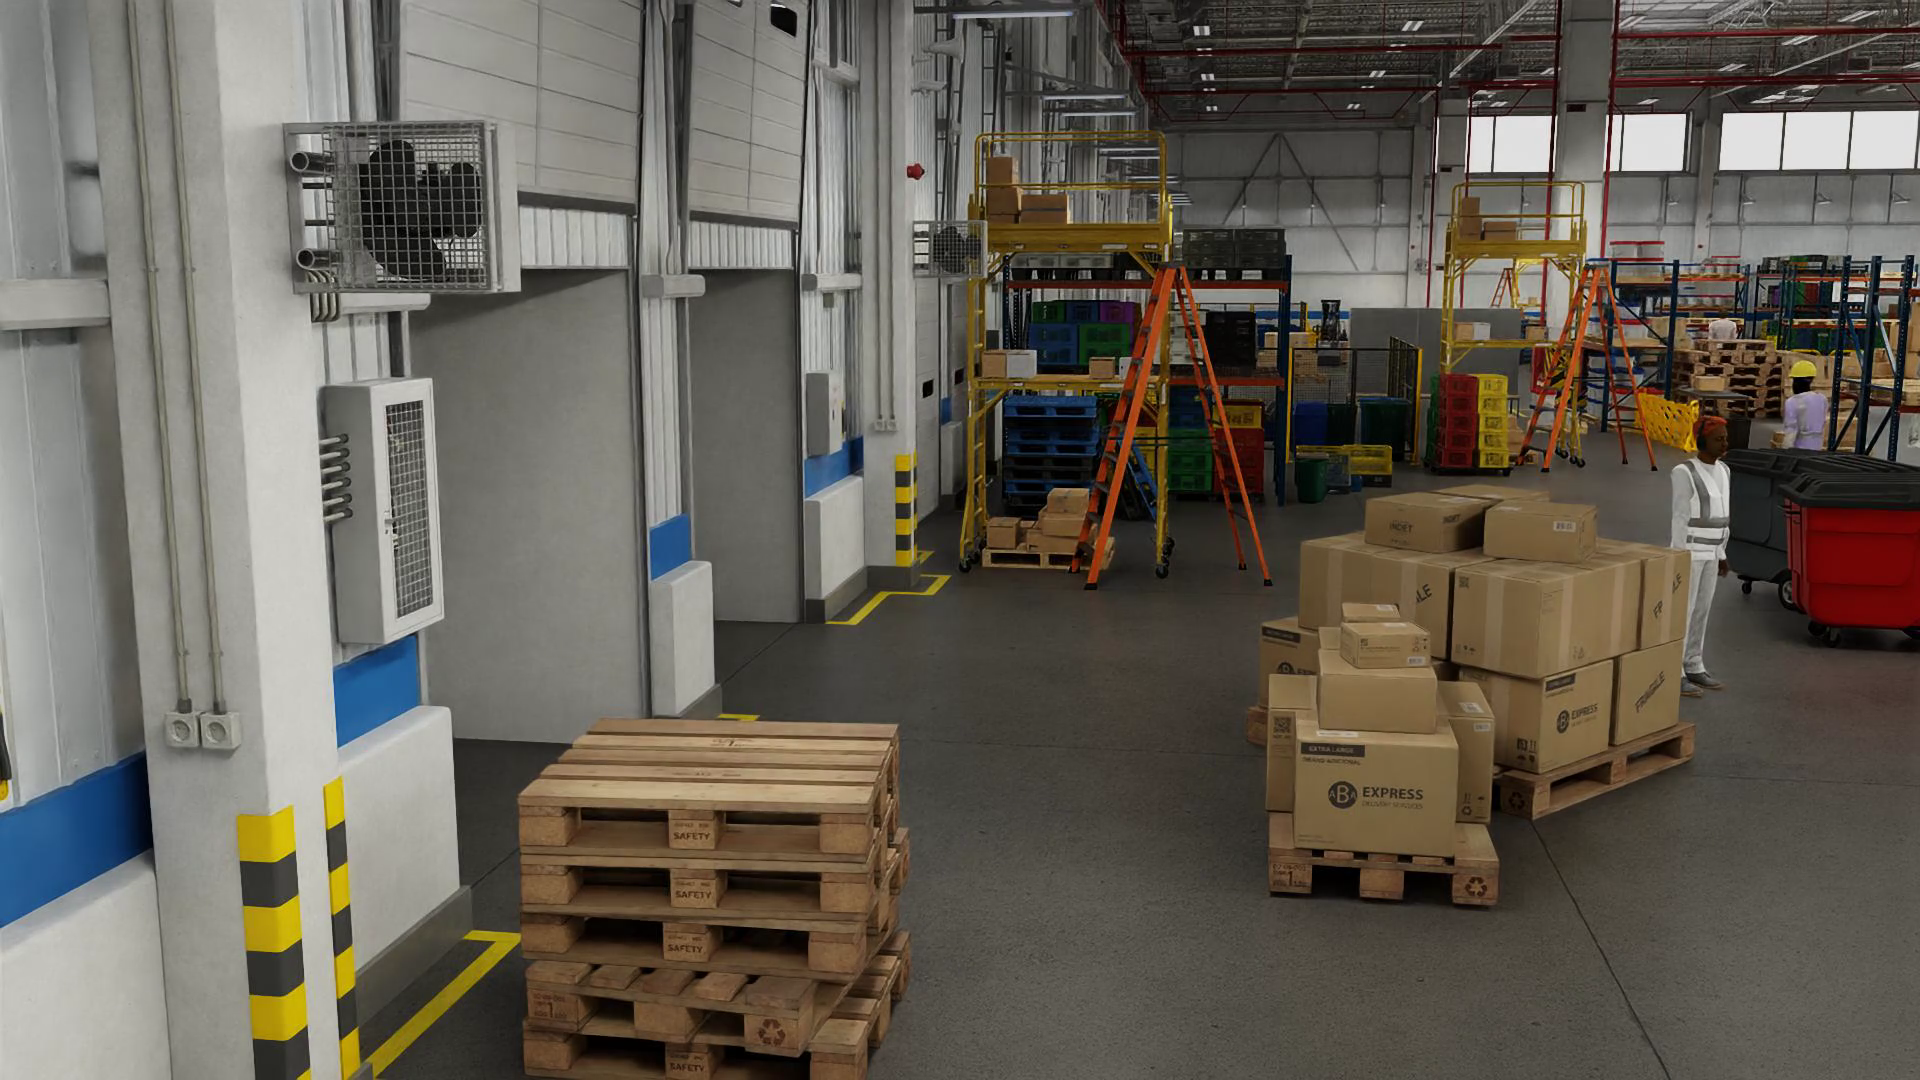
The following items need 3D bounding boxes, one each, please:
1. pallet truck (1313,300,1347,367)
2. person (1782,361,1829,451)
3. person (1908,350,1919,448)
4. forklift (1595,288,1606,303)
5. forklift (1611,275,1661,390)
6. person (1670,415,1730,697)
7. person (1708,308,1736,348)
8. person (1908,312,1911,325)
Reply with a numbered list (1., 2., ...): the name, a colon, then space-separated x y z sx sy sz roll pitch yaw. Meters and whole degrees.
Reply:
1. pallet truck: 11.159 -6.200 49.718 0.823 1.965 1.885 4 10 26
2. person: 8.623 -0.874 17.089 0.589 1.927 0.388 -5 10 -27
3. person: 15.508 -2.343 26.749 0.323 1.736 0.488 4 10 25
4. forklift: 16.828 -5.799 44.531 1.129 2.768 1.873 -6 11 -32
5. forklift: 15.642 -4.927 39.155 1.873 2.768 1.129 5 10 28
6. person: 4.984 0.104 11.197 0.573 1.883 0.356 -7 12 -37
7. person: 18.301 -4.595 40.003 0.630 1.940 0.372 1 9 7
8. person: 27.249 -5.702 47.619 0.364 1.689 0.543 -1 9 -6
